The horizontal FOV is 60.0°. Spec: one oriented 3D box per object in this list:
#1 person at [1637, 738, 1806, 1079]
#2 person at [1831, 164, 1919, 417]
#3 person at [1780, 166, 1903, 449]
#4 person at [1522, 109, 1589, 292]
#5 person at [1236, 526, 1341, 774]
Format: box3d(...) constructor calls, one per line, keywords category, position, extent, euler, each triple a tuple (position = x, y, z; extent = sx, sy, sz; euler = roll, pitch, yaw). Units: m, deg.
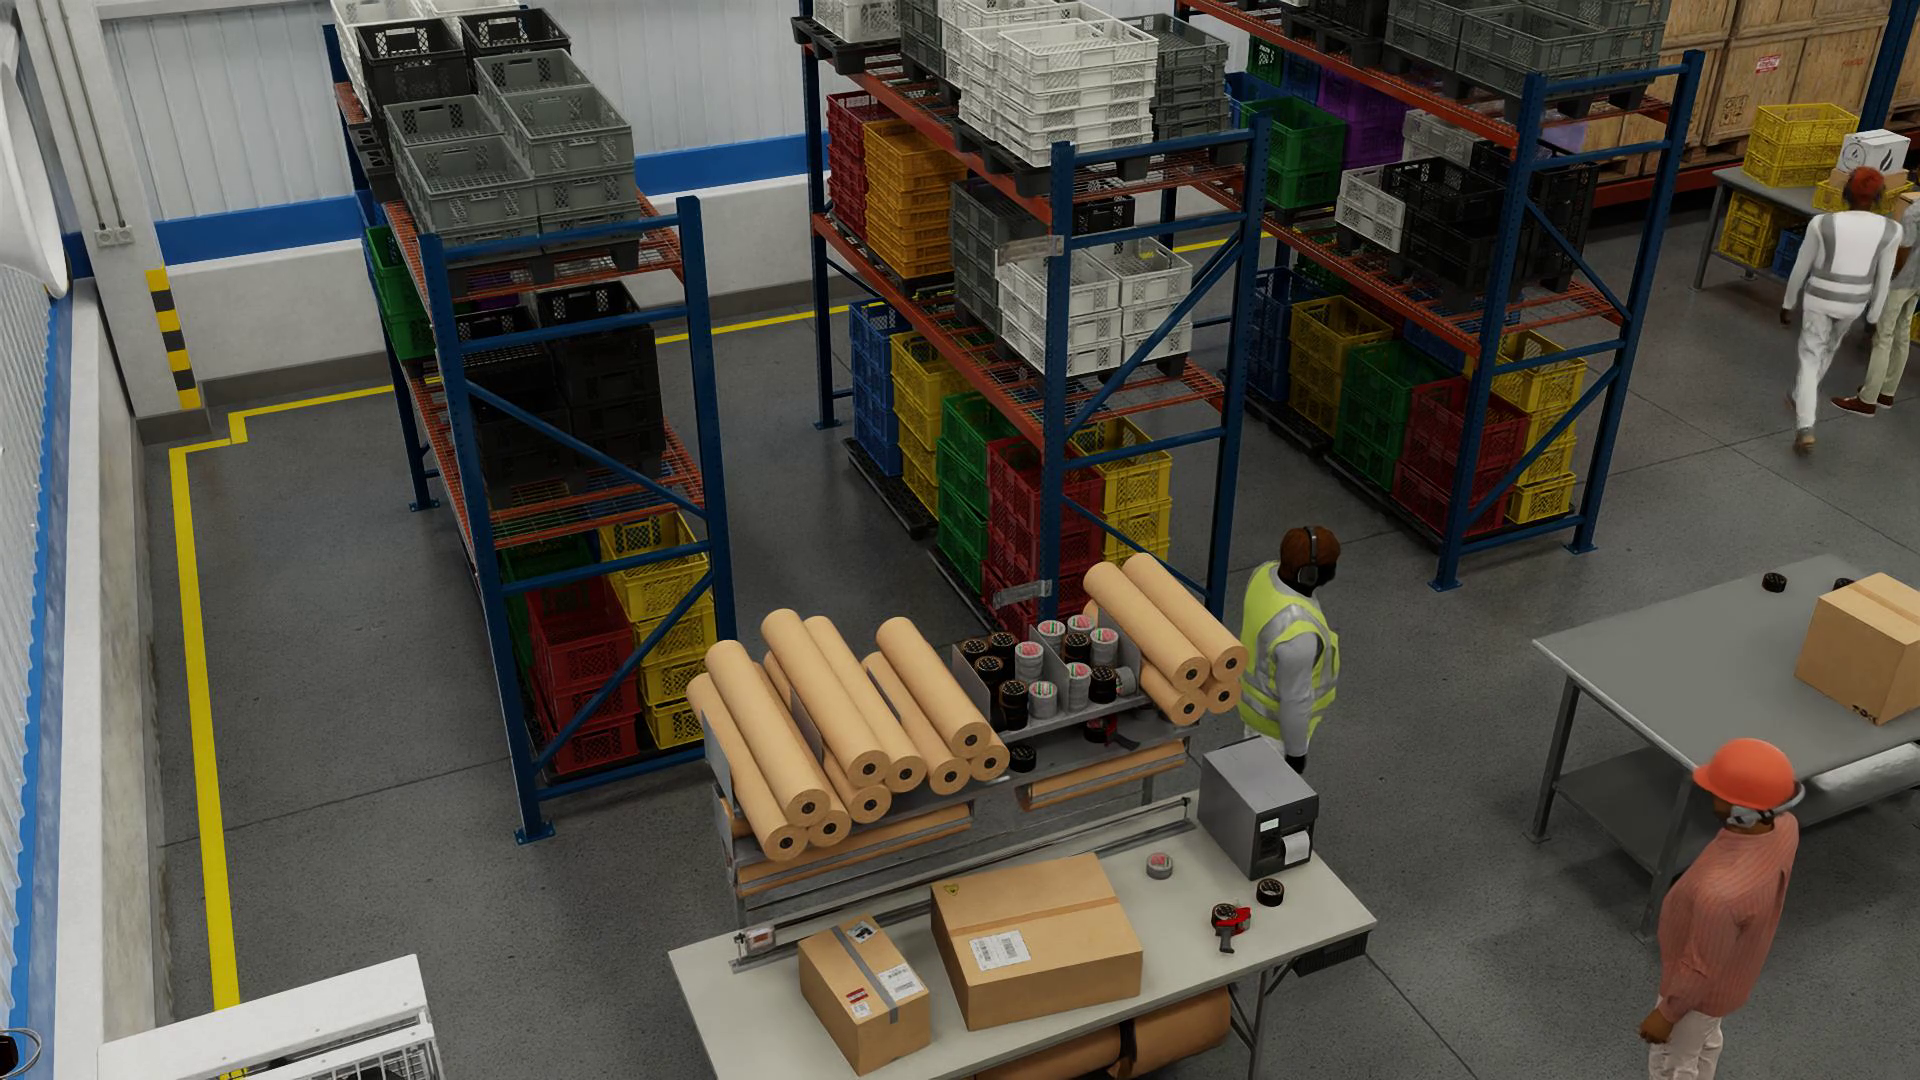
box3d(category="person", position=(2.602, 1.512, 5.859), extent=(0.382, 1.993, 0.609), euler=(24, 39, 34))
box3d(category="person", position=(6.358, -1.733, 11.244), extent=(0.519, 1.873, 0.328), euler=(-17, 35, -25))
box3d(category="person", position=(5.751, -1.529, 10.945), extent=(0.591, 1.848, 0.968), euler=(7, 32, 12))
box3d(category="person", position=(4.652, -2.844, 12.998), extent=(0.452, 1.922, 0.644), euler=(12, 34, 18))
box3d(category="person", position=(1.410, 0.738, 7.270), extent=(0.429, 1.836, 0.631), euler=(-2, 32, -3))
